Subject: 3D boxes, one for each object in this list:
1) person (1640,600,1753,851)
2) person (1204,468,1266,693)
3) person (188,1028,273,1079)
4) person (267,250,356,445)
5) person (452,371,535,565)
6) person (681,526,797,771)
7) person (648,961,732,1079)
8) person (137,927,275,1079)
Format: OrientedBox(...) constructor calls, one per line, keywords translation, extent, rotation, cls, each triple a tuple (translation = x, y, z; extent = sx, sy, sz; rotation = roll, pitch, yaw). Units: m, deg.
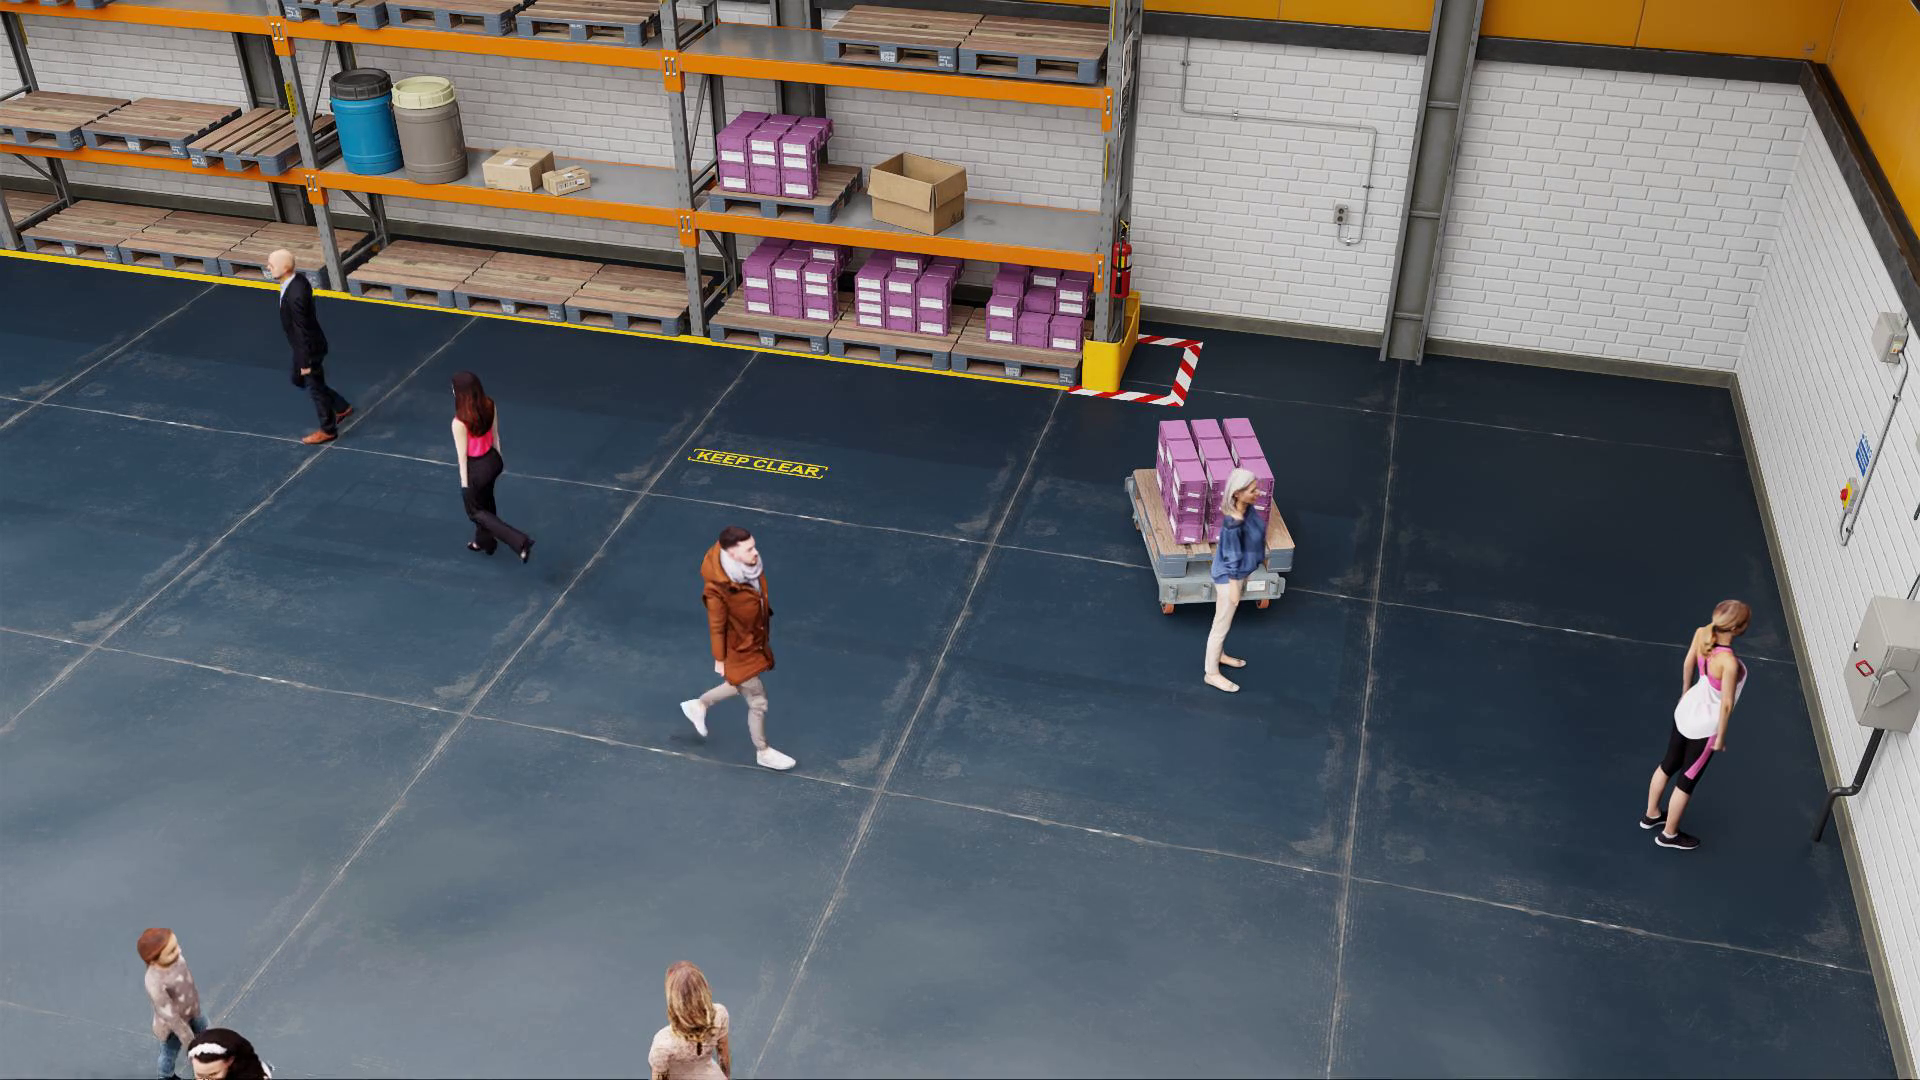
OrientedBox(translation=(4.449, 1.103, 10.045), extent=(0.655, 1.787, 0.677), rotation=(-5, 34, -7), cls="person")
OrientedBox(translation=(1.863, 0.246, 11.415), extent=(0.557, 1.698, 0.606), rotation=(10, 35, 14), cls="person")
OrientedBox(translation=(-3.168, 2.823, 7.433), extent=(0.856, 1.814, 0.908), rotation=(-22, 39, -29), cls="person")
OrientedBox(translation=(-5.498, -1.669, 14.208), extent=(0.936, 1.794, 0.884), rotation=(-13, 36, -19), cls="person")
OrientedBox(translation=(-3.578, -0.506, 12.597), extent=(0.950, 1.641, 0.651), rotation=(13, 36, 19), cls="person")
OrientedBox(translation=(-1.481, 0.677, 10.664), extent=(1.039, 1.811, 0.690), rotation=(9, 35, 13), cls="person")
OrientedBox(translation=(-1.186, 2.673, 7.656), extent=(0.817, 1.817, 0.910), rotation=(-25, 41, -33), cls="person")
OrientedBox(translation=(-4.081, 2.458, 8.569), extent=(0.838, 1.164, 0.559), rotation=(3, 34, 5), cls="person")
